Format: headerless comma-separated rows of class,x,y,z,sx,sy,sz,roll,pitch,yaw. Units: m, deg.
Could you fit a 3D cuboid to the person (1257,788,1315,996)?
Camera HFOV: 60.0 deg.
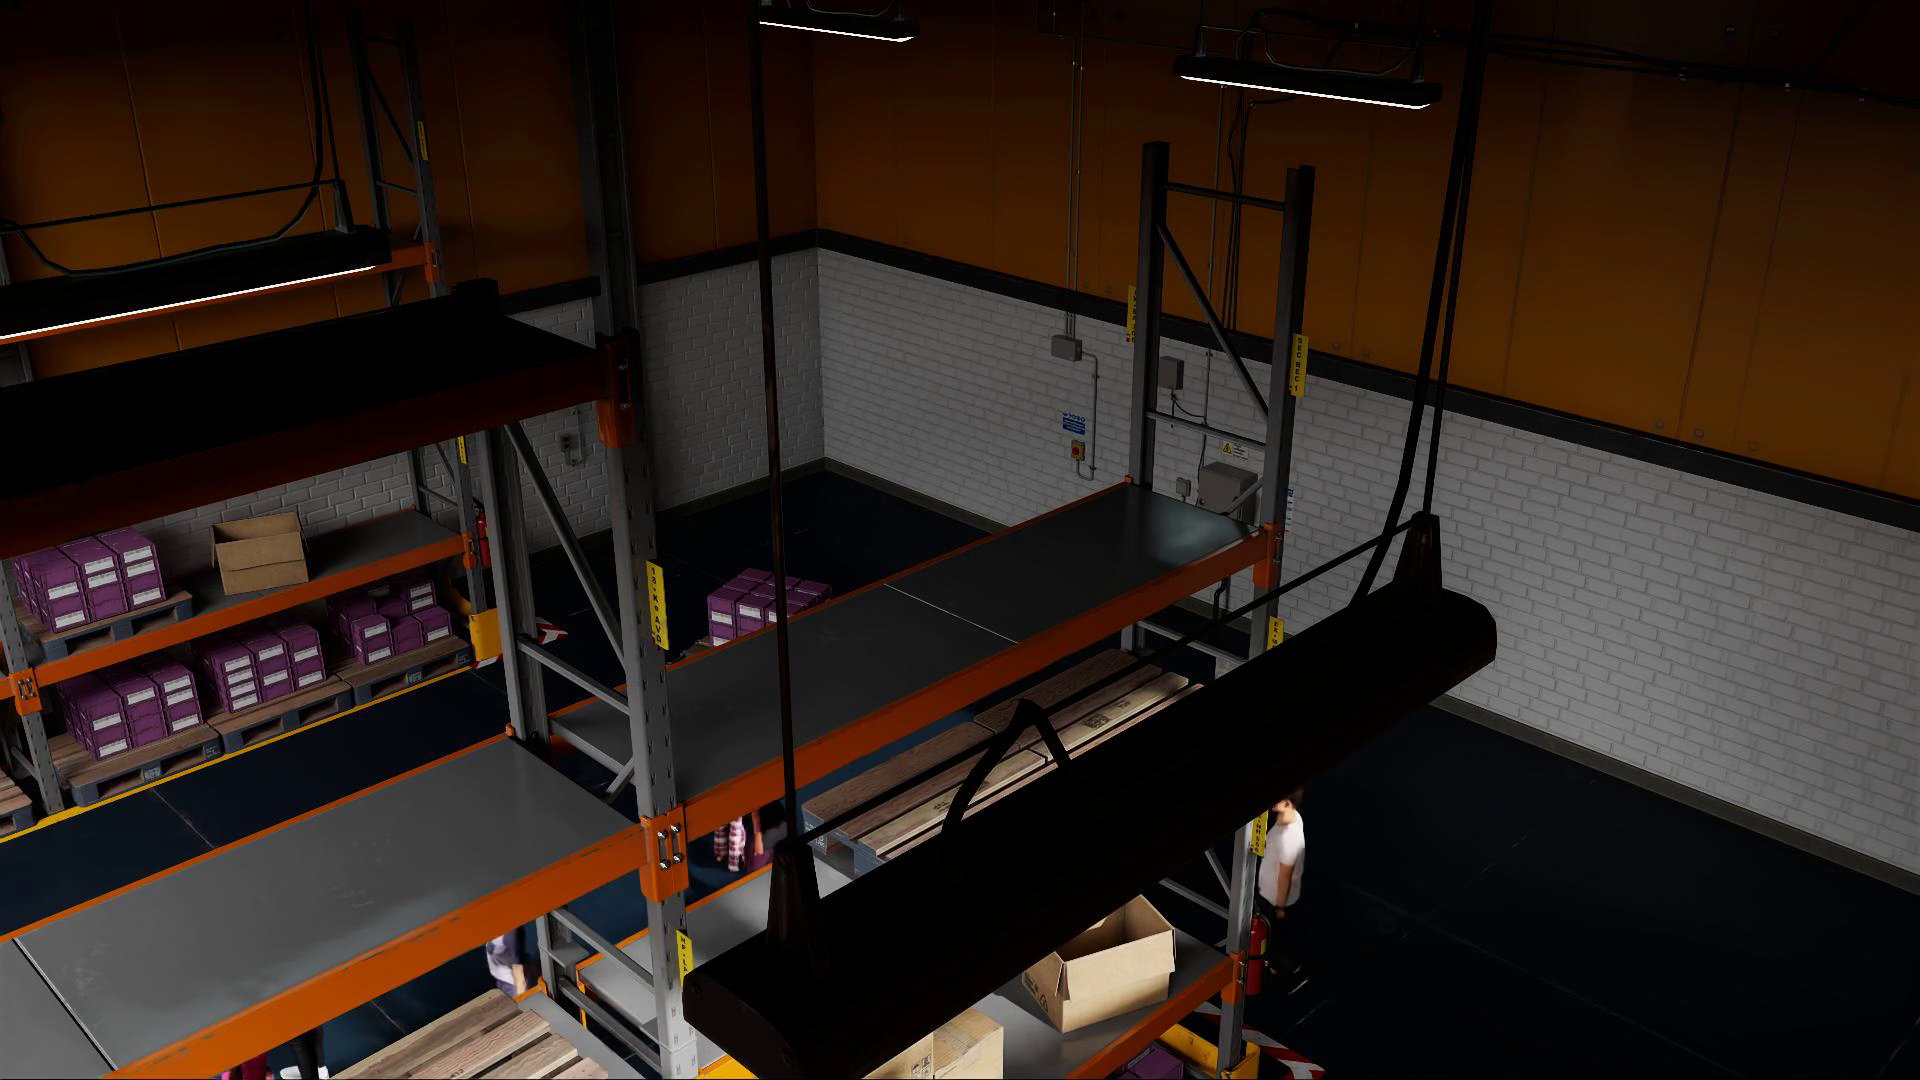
person,2.254,2.376,11.374,0.868,1.711,0.815,5,24,12

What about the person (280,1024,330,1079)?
person,-4.204,2.694,10.371,0.797,1.932,0.778,-4,24,-10
